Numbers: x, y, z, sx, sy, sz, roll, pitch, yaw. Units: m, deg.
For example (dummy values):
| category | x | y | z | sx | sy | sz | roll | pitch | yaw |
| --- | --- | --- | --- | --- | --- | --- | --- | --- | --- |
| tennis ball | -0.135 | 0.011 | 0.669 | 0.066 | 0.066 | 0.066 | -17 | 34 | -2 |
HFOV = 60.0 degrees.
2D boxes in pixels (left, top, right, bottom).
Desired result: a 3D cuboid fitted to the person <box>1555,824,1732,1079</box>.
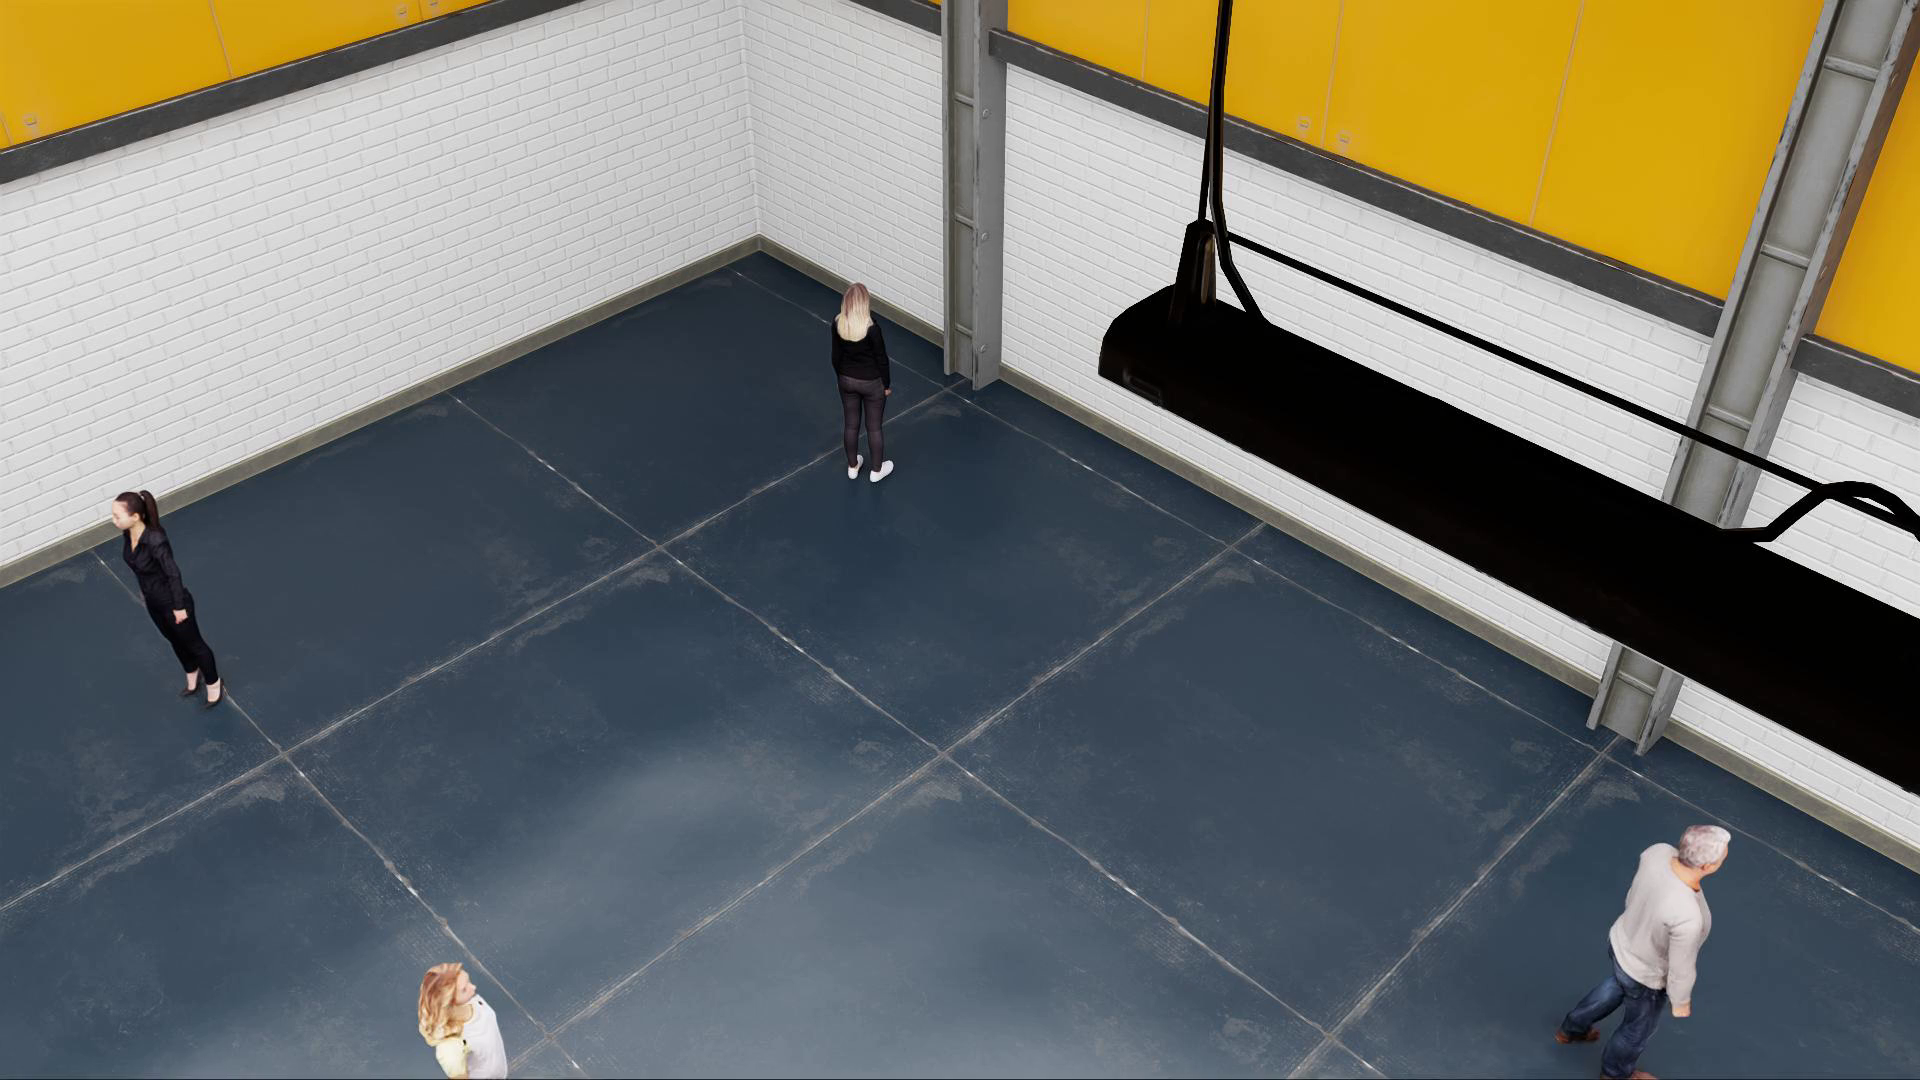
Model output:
| category | x | y | z | sx | sy | sz | roll | pitch | yaw |
| --- | --- | --- | --- | --- | --- | --- | --- | --- | --- |
| person | 3.368 | 2.089 | 8.278 | 0.986 | 1.898 | 0.930 | 3 | 39 | 4 |

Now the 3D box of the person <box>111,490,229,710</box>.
| category | x | y | z | sx | sy | sz | roll | pitch | yaw |
| --- | --- | --- | --- | --- | --- | --- | --- | --- | --- |
| person | -5.038 | 0.383 | 10.565 | 0.466 | 1.711 | 0.660 | 25 | 45 | 28 |

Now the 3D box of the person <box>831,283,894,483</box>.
| category | x | y | z | sx | sy | sz | roll | pitch | yaw |
| --- | --- | --- | --- | --- | --- | --- | --- | --- | --- |
| person | -0.746 | -1.178 | 12.539 | 0.608 | 1.687 | 0.738 | 13 | 41 | 16 |

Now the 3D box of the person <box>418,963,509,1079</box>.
| category | x | y | z | sx | sy | sz | roll | pitch | yaw |
| --- | --- | --- | --- | --- | --- | --- | --- | --- | --- |
| person | -2.277 | 2.560 | 7.828 | 0.773 | 1.724 | 0.655 | -9 | 40 | -12 |
